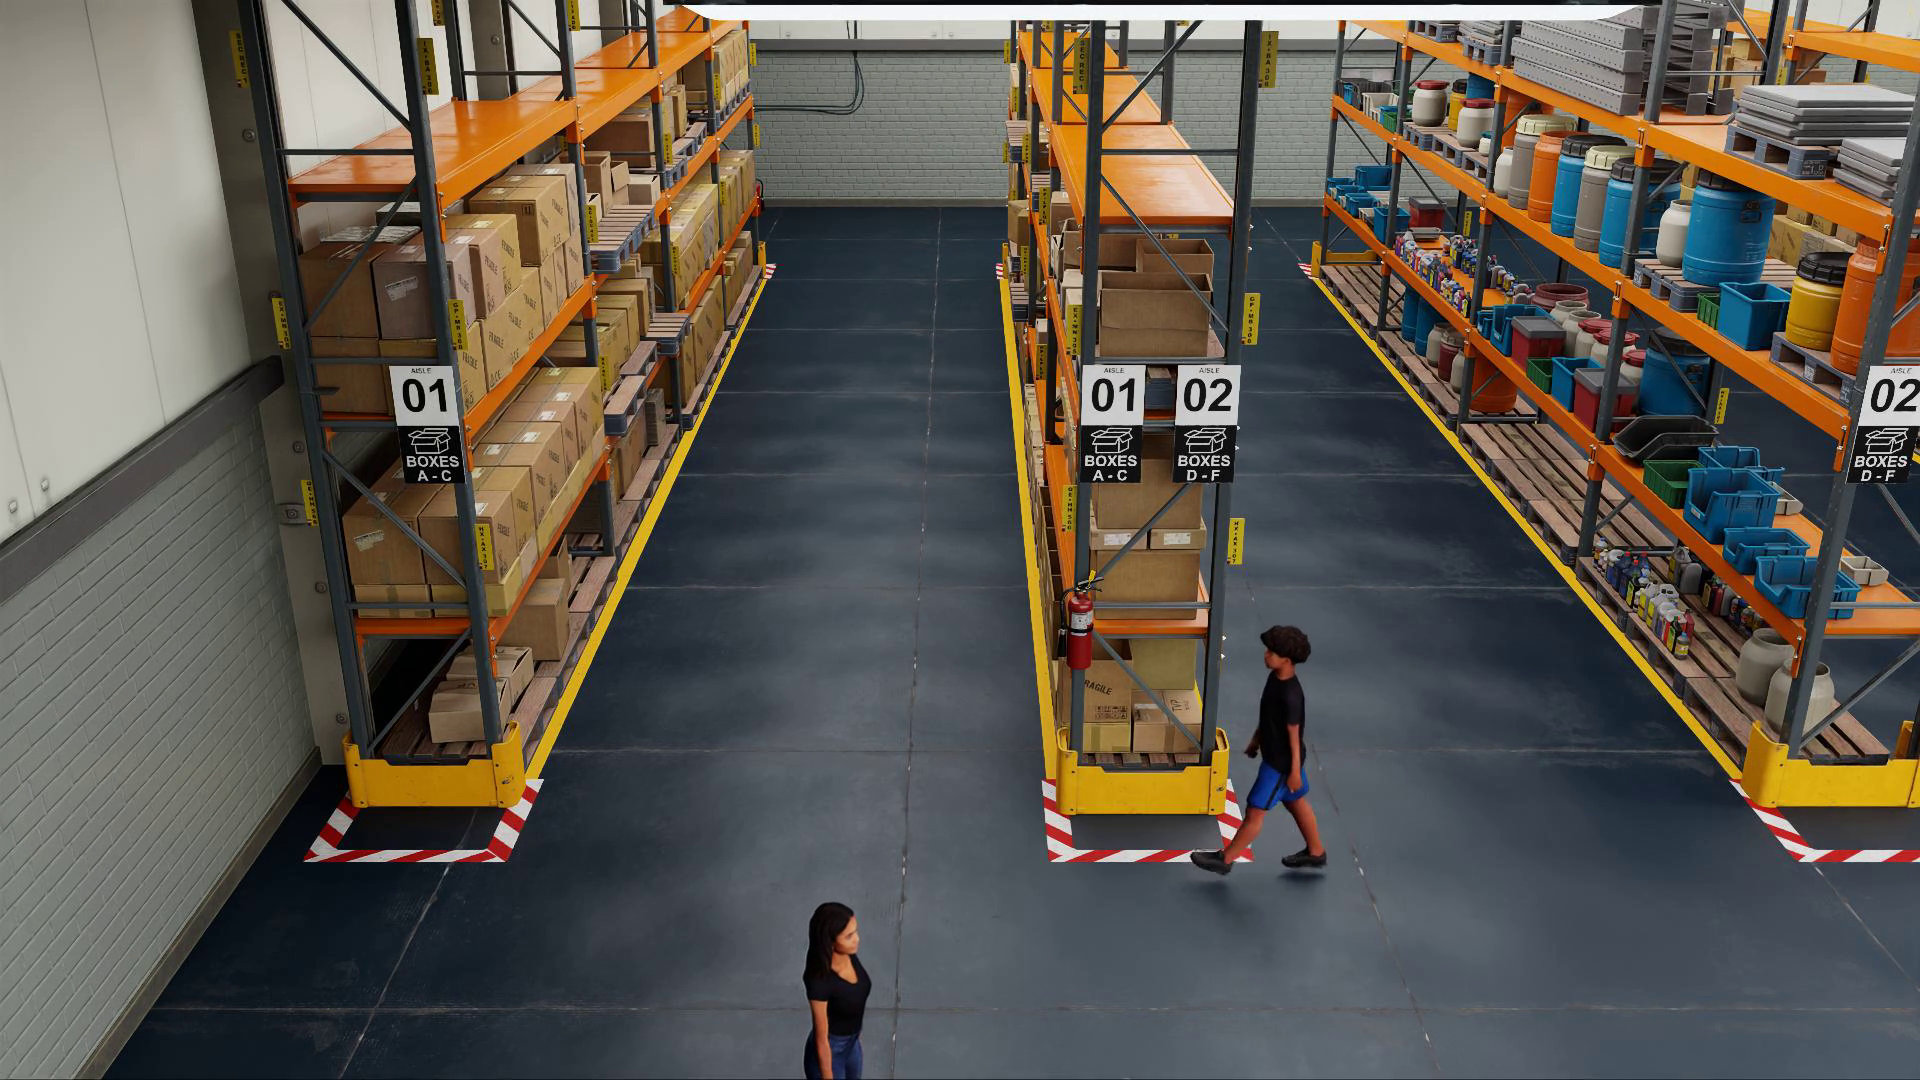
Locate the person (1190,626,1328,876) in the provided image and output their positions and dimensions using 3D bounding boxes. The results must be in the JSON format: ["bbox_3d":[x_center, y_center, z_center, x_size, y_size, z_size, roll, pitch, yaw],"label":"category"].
[{"bbox_3d":[2.116,1.378,10.519,0.700,1.744,1.054,0,22,0],"label":"person"}]

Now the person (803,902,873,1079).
[{"bbox_3d":[-0.606,2.457,7.892,0.663,1.737,0.548,6,23,15],"label":"person"}]
